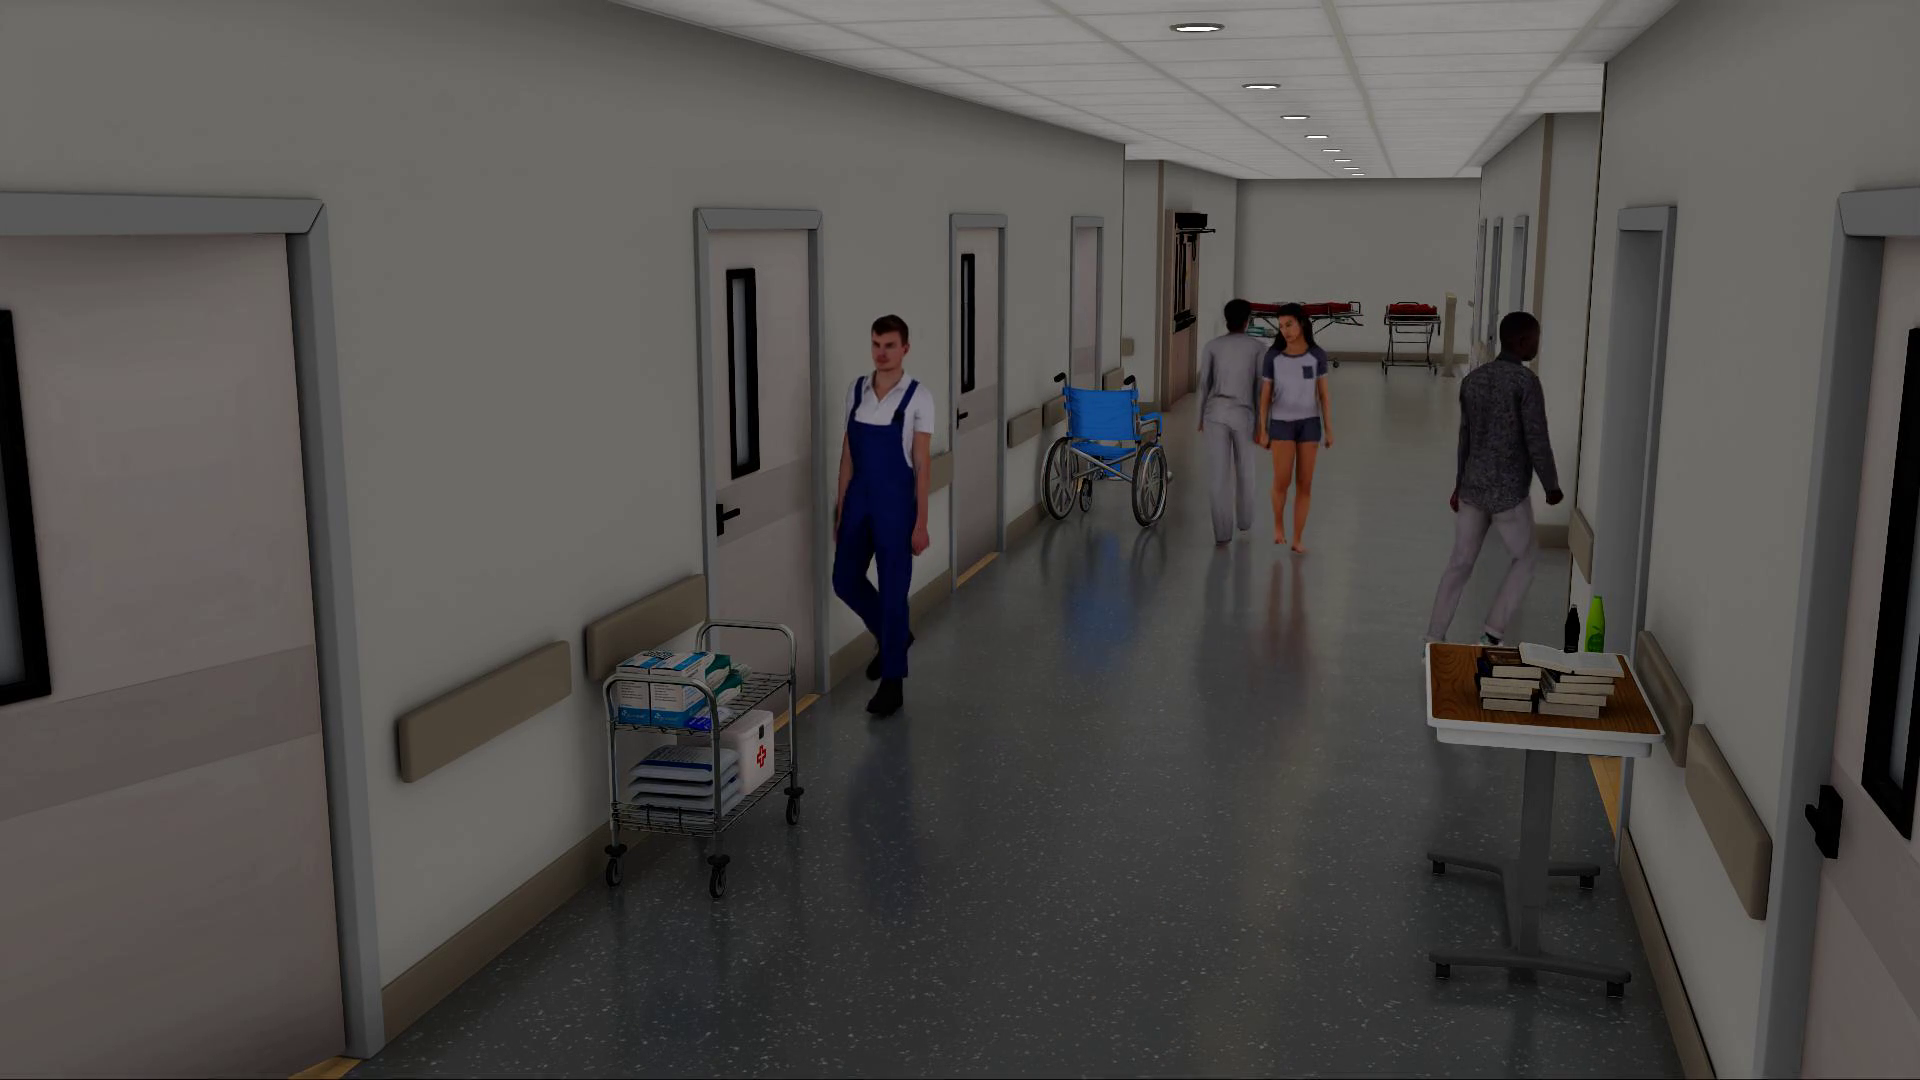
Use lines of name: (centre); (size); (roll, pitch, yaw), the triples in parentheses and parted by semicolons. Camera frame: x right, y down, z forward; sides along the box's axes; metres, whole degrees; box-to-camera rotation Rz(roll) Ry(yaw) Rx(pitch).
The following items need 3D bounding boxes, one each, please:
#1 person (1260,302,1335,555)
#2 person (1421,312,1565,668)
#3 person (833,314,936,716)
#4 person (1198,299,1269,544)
person: (2.282, -0.769, 11.451); (0.701, 1.723, 0.708); (-1, 11, -5)
person: (2.627, -0.203, 8.276); (1.005, 1.795, 0.946); (-8, 13, -36)
person: (-0.330, -0.146, 7.848); (0.771, 1.841, 0.946); (5, 12, 25)
person: (1.914, -0.821, 11.774); (0.679, 1.704, 0.999); (2, 11, 10)
